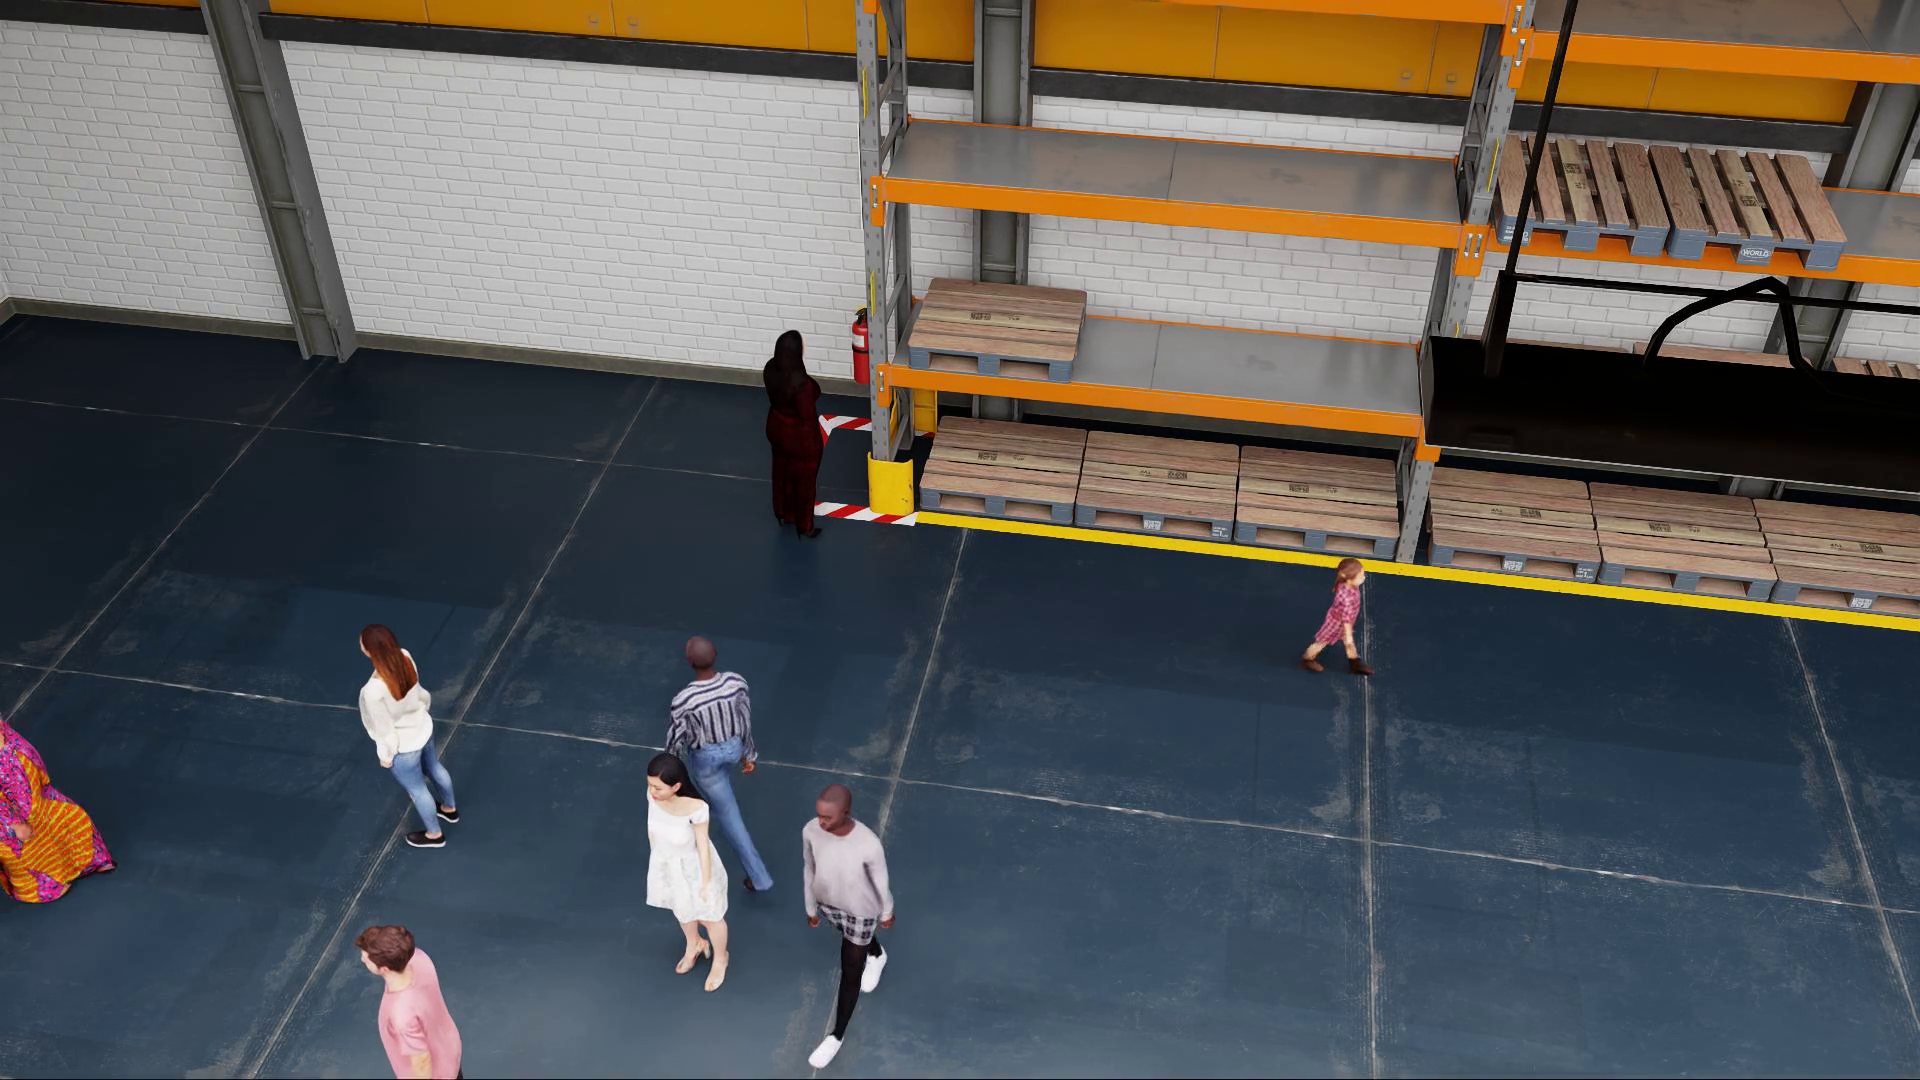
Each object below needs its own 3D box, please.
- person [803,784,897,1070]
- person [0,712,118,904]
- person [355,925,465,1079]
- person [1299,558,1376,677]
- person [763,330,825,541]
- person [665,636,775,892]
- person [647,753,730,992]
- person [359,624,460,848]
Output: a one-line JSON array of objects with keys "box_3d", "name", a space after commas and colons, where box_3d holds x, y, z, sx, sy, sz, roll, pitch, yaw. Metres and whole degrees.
[{"box_3d": [-0.559, 1.894, 8.924, 1.153, 1.727, 0.889, 15, 41, 18], "name": "person"}, {"box_3d": [-5.485, 1.484, 9.497, 0.924, 1.653, 0.810, -6, 39, -8], "name": "person"}, {"box_3d": [-2.529, 2.503, 7.976, 0.675, 1.957, 0.708, -8, 39, -10], "name": "person"}, {"box_3d": [2.517, 0.532, 11.211, 0.738, 1.001, 0.454, 8, 39, 10], "name": "person"}, {"box_3d": [-1.234, -0.774, 12.239, 0.838, 1.759, 0.749, -31, 48, -33], "name": "person"}, {"box_3d": [-1.357, 1.349, 9.605, 1.192, 1.729, 1.280, -25, 45, -28], "name": "person"}, {"box_3d": [-1.486, 1.795, 9.010, 0.697, 1.773, 0.807, 21, 43, 25], "name": "person"}, {"box_3d": [-3.282, 1.160, 9.872, 0.568, 1.691, 0.639, 10, 40, 12], "name": "person"}]
